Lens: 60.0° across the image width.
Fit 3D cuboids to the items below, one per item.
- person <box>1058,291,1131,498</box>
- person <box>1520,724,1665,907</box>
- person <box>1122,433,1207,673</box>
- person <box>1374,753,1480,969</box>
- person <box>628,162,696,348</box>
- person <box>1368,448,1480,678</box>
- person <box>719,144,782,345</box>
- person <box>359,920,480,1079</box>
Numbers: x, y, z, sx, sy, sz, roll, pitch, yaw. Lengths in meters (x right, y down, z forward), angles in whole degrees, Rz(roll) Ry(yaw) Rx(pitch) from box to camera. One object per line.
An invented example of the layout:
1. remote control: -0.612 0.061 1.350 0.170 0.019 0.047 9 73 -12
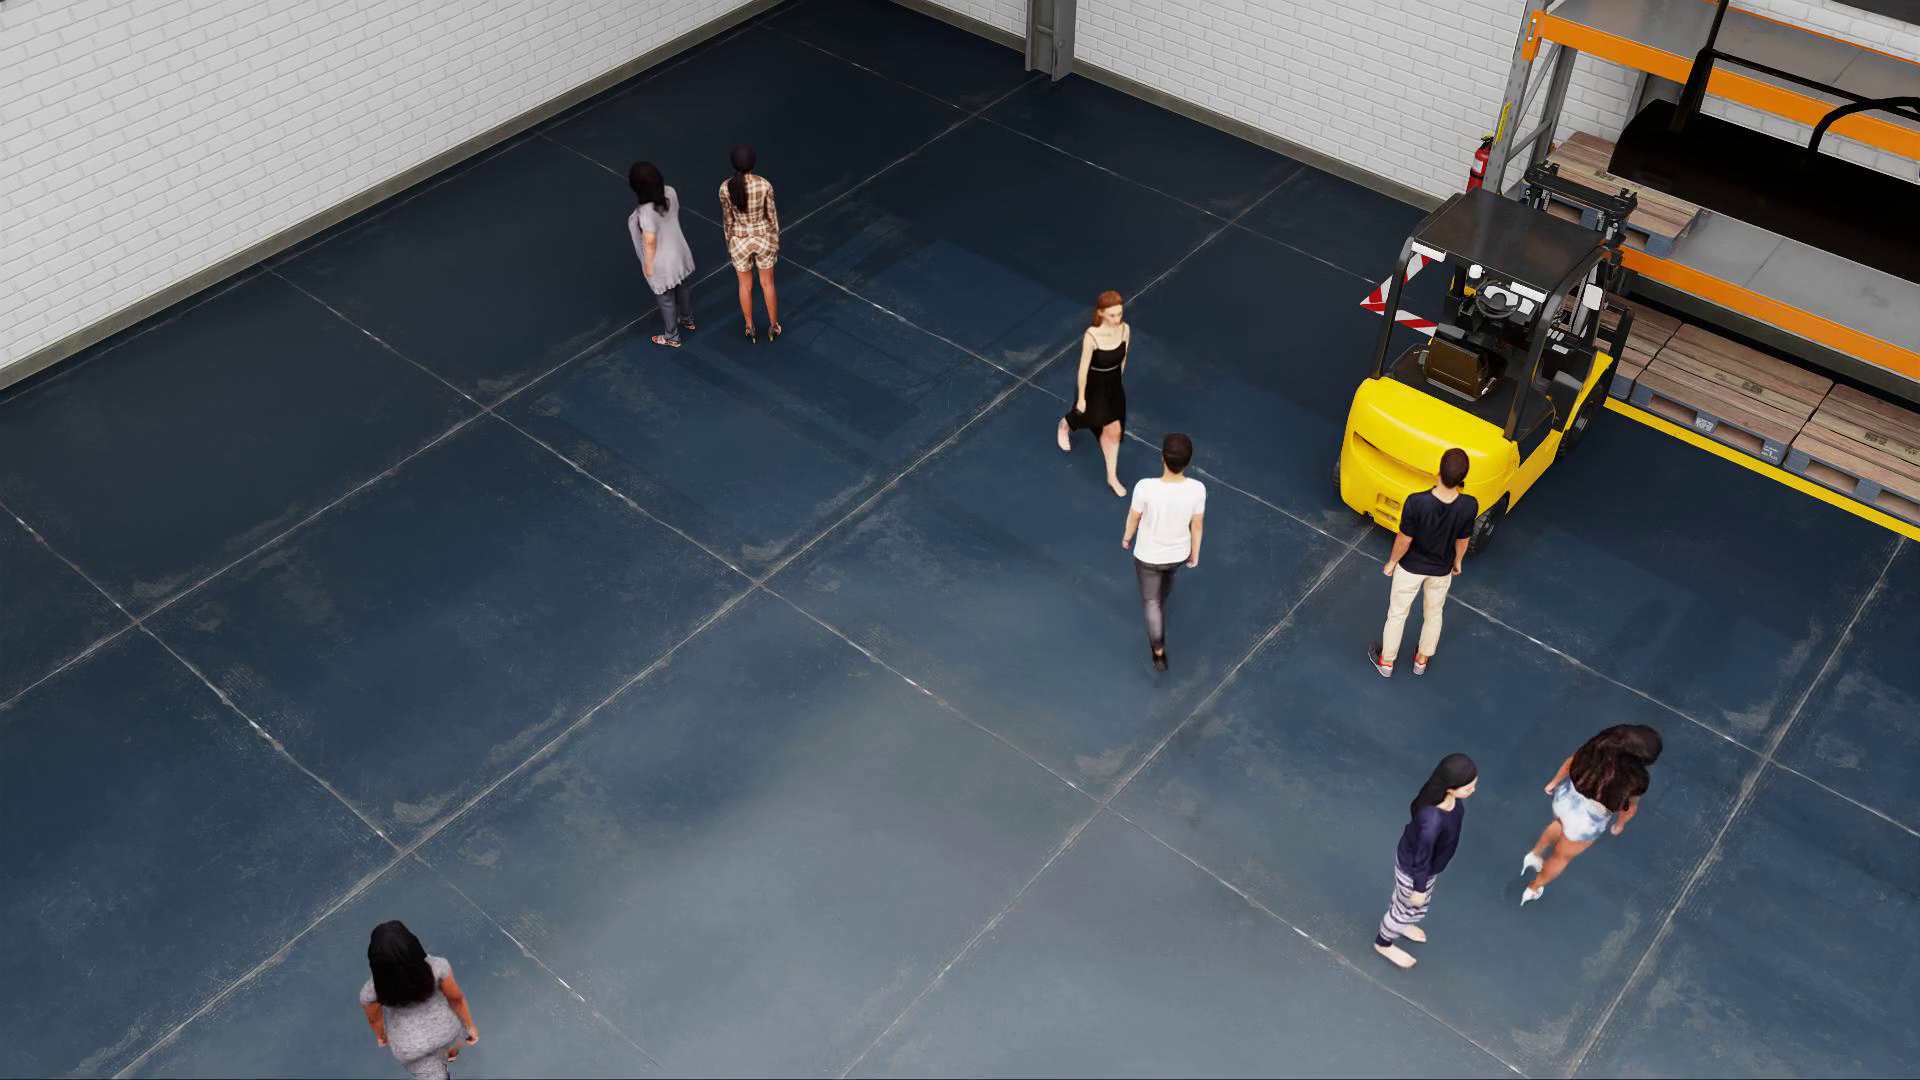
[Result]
1. person: 0.962 -1.154 12.037 0.913 1.590 1.175 -14 45 -15
2. person: 3.406 1.533 9.222 0.805 1.583 0.675 -34 53 -31
3. person: 1.307 0.099 10.650 1.033 1.689 1.139 -5 44 -5
4. person: 2.478 1.696 8.945 0.614 1.729 0.663 17 46 17
5. person: -2.349 -2.283 13.205 0.745 1.613 0.715 17 46 17
6. person: 2.934 0.160 10.463 0.686 1.859 0.758 -2 44 -2
7. person: -1.635 -2.321 13.114 0.678 1.795 0.742 -2 44 -2
8. person: -2.559 2.498 8.093 0.874 1.743 1.158 -21 47 -21
